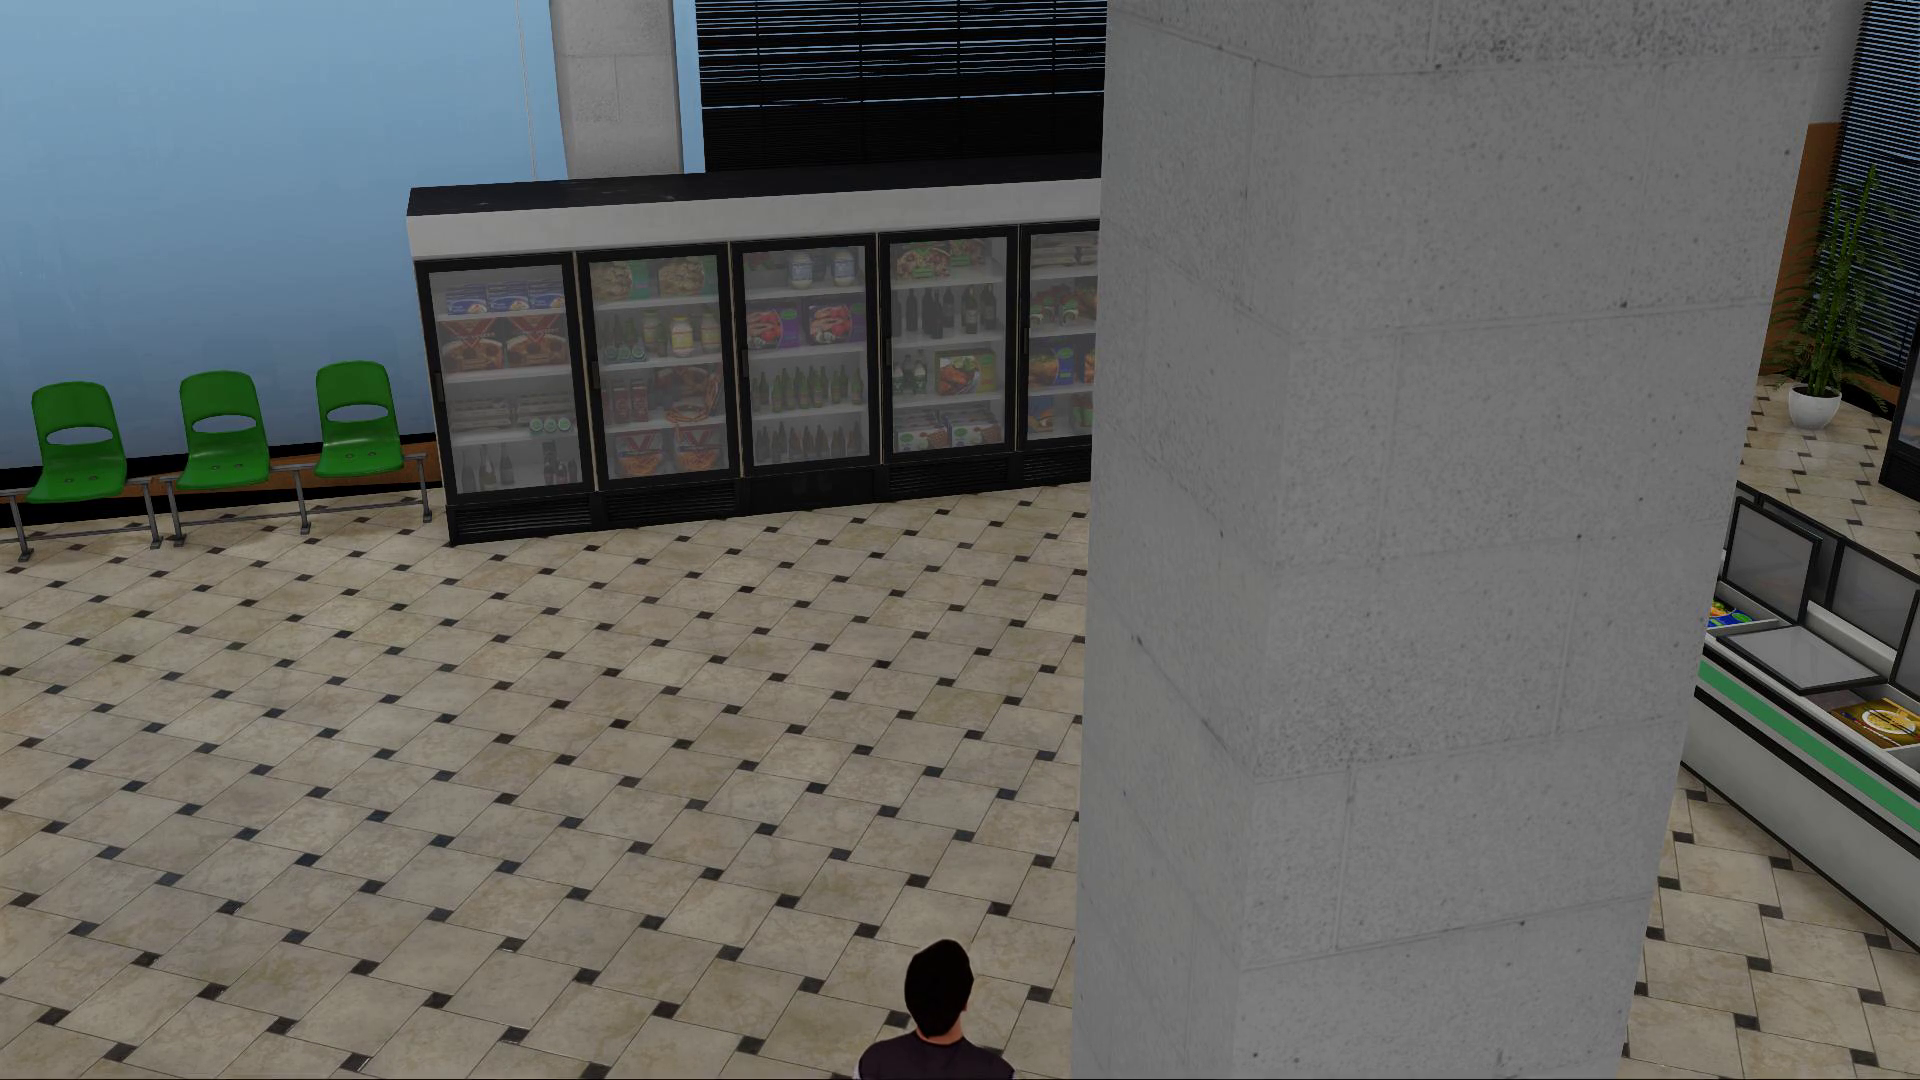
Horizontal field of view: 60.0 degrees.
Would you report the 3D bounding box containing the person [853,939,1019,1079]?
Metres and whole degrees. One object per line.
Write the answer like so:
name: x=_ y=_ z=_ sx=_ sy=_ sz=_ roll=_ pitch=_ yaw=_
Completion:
person: x=-0.050 y=1.957 z=4.826 sx=0.737 sy=1.848 sz=0.727 roll=5 pitch=24 yaw=11
